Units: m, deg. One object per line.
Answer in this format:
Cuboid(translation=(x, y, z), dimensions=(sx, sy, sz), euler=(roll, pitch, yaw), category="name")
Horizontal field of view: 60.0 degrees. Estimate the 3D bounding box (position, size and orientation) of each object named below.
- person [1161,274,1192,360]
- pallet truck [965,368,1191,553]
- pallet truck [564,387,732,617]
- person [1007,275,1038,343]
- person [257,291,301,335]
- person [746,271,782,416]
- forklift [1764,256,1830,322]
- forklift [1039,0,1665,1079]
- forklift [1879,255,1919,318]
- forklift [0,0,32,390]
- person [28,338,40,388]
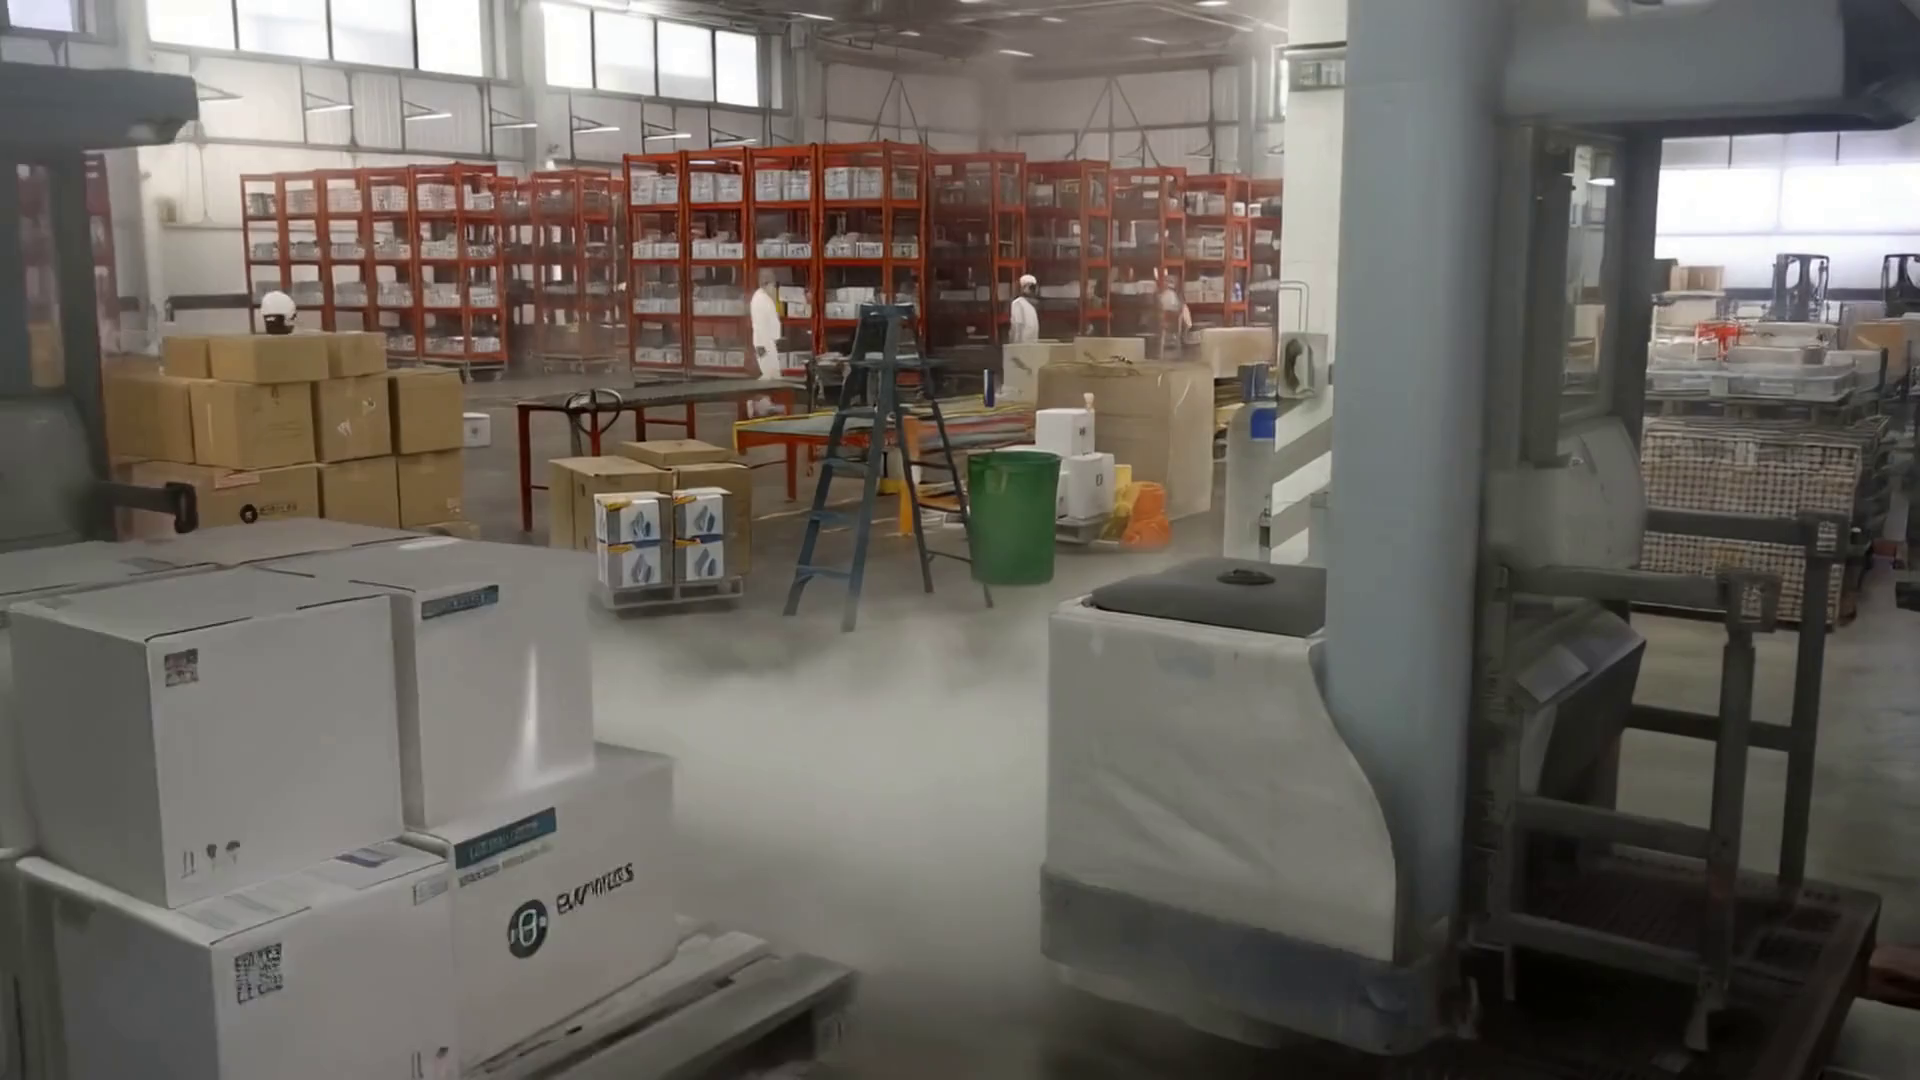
Cuboid(translation=(3.878, -3.936, 30.212), dimensions=(0.899, 1.801, 0.583), euler=(9, 13, 44), category="person")
Cuboid(translation=(0.845, -0.609, 11.869), dimensions=(1.630, 1.274, 0.653), euler=(7, 12, 35), category="pallet truck")
Cuboid(translation=(-1.981, -0.274, 10.088), dimensions=(0.680, 1.201, 1.601), euler=(-5, 11, -28), category="pallet truck")
Cuboid(translation=(0.790, -2.378, 20.771), dimensions=(0.390, 1.850, 0.563), euler=(2, 10, 14), category="person")
Cuboid(translation=(-5.116, -1.002, 12.713), dimensions=(0.584, 1.804, 0.866), euler=(8, 12, 39), category="person")
Cuboid(translation=(-2.495, -2.530, 21.546), dimensions=(0.420, 1.891, 0.672), euler=(0, 10, 0), category="person")
Cuboid(translation=(20.253, -5.854, 40.139), dimensions=(1.157, 1.987, 2.680), euler=(7, 12, 35), category="forklift")
Cuboid(translation=(1.249, -0.137, 4.360), dimensions=(1.873, 2.768, 1.129), euler=(7, 12, 35), category="forklift")
Cuboid(translation=(22.089, -5.634, 38.796), dimensions=(1.157, 1.987, 2.680), euler=(6, 11, 33), category="forklift")
Cuboid(translation=(-3.240, -0.228, 4.901), dimensions=(1.873, 2.768, 1.129), euler=(7, 12, 35), category="forklift")
Cuboid(translation=(-6.105, -0.667, 10.370), dimensions=(0.734, 1.913, 0.623), euler=(7, 12, 36), category="person")
